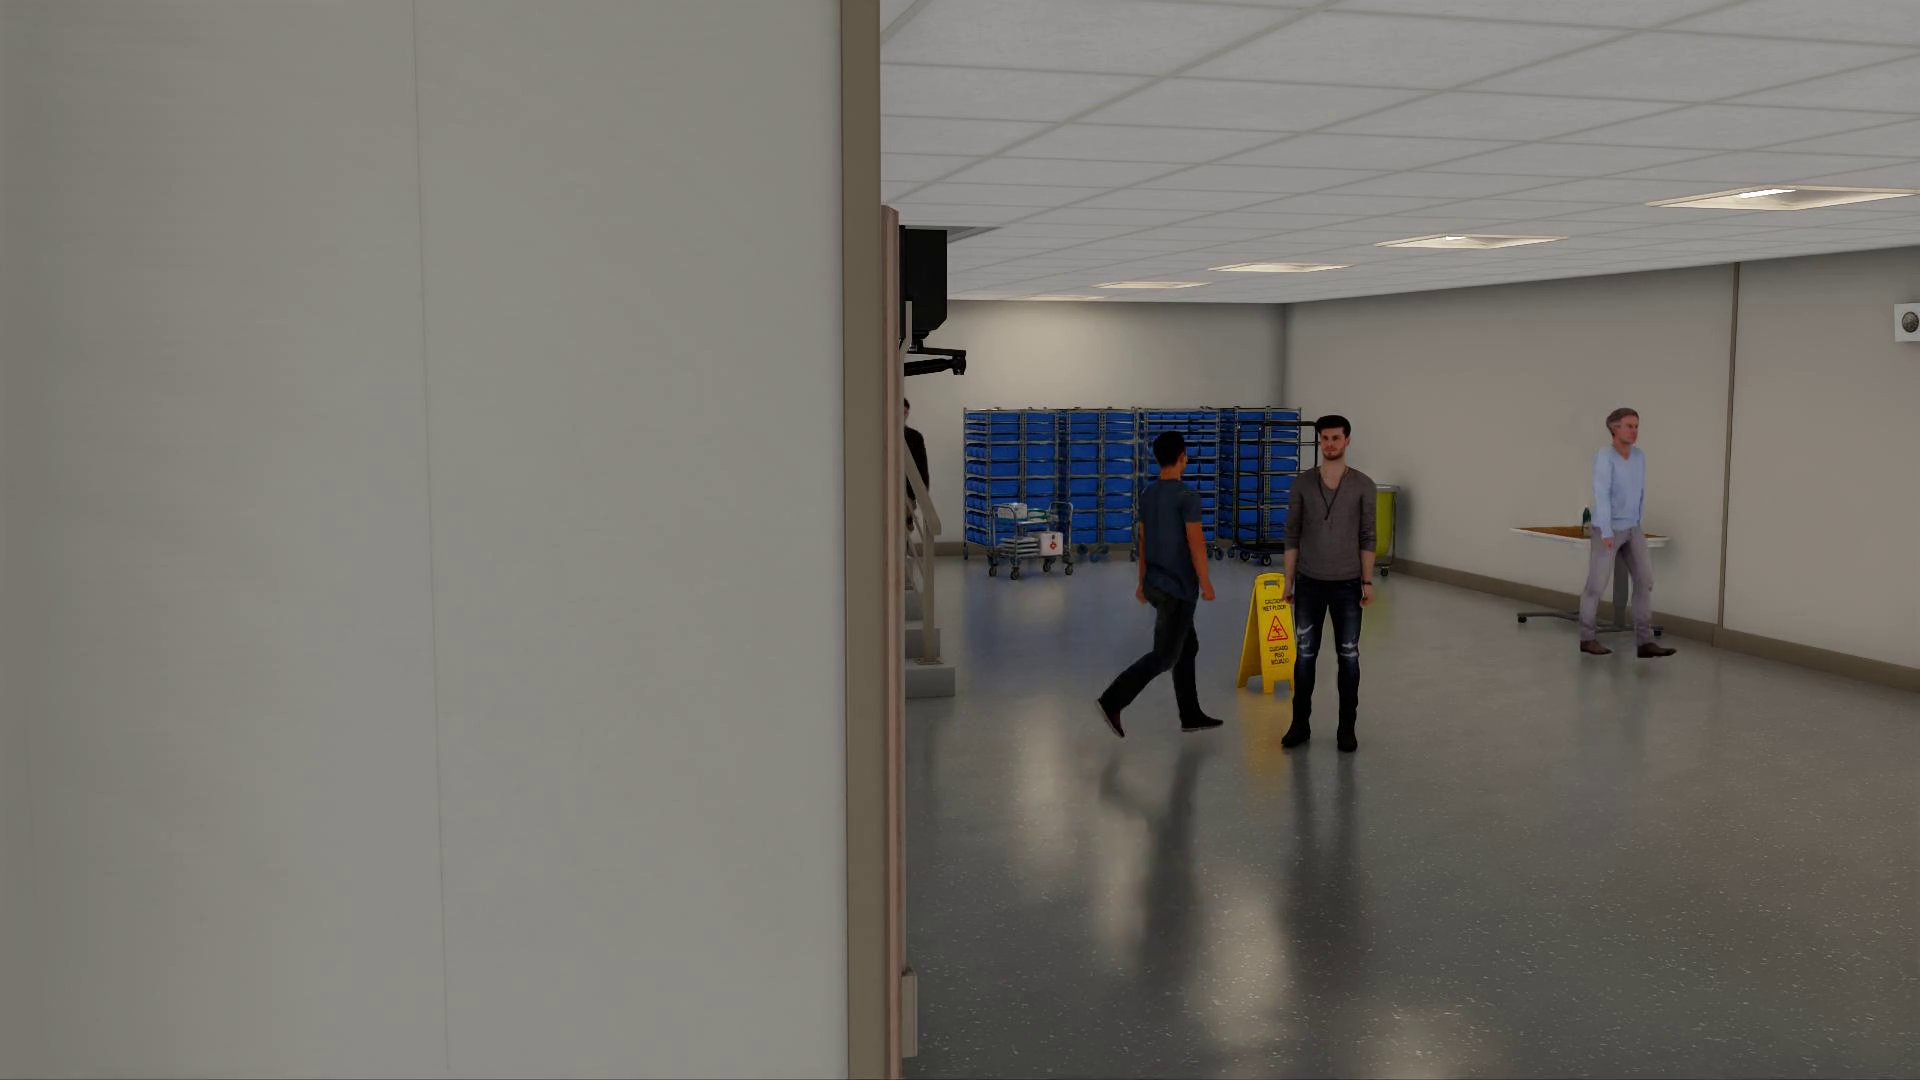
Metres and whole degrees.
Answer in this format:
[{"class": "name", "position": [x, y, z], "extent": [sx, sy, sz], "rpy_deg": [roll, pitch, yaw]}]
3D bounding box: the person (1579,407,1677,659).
[{"class": "person", "position": [4.862, -0.045, 12.501], "extent": [0.769, 1.863, 1.022], "rpy_deg": [-2, 6, -23]}]

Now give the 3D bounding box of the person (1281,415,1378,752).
[{"class": "person", "position": [2.121, 0.232, 9.556], "extent": [0.773, 1.904, 0.782], "rpy_deg": [2, 6, 18]}]

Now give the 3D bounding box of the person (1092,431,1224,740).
[{"class": "person", "position": [1.136, 0.296, 9.586], "extent": [0.819, 1.769, 1.103], "rpy_deg": [-2, 6, -20]}]
